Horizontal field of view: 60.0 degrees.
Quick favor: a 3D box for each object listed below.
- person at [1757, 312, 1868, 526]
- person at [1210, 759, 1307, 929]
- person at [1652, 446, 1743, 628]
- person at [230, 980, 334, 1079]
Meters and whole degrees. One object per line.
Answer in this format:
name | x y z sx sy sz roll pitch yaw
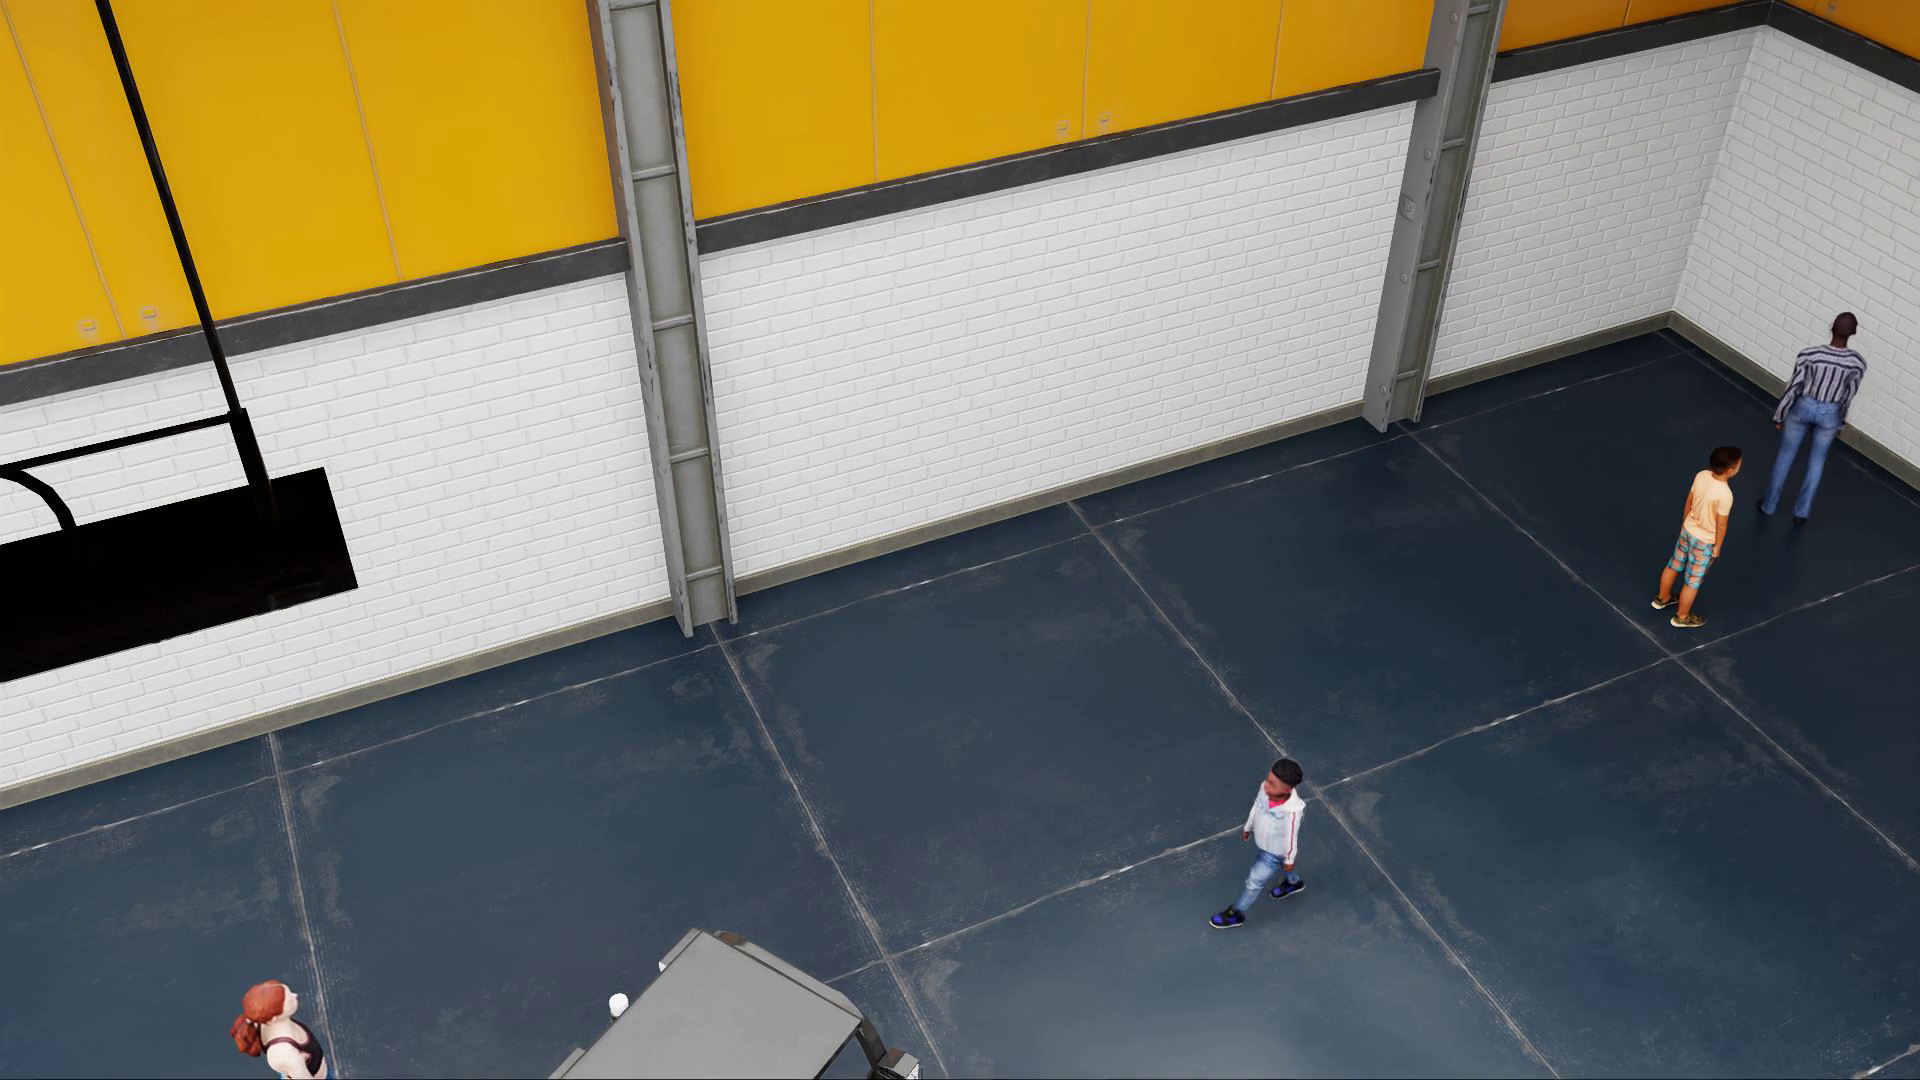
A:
person | 6.320 -0.880 12.325 0.693 1.795 0.759 12 40 14
person | 1.856 1.704 9.541 0.892 1.231 0.545 -12 40 -15
person | 5.138 -0.041 11.542 0.509 1.461 0.535 -13 40 -15
person | -3.066 2.674 7.885 0.668 1.784 0.644 -30 47 -32
